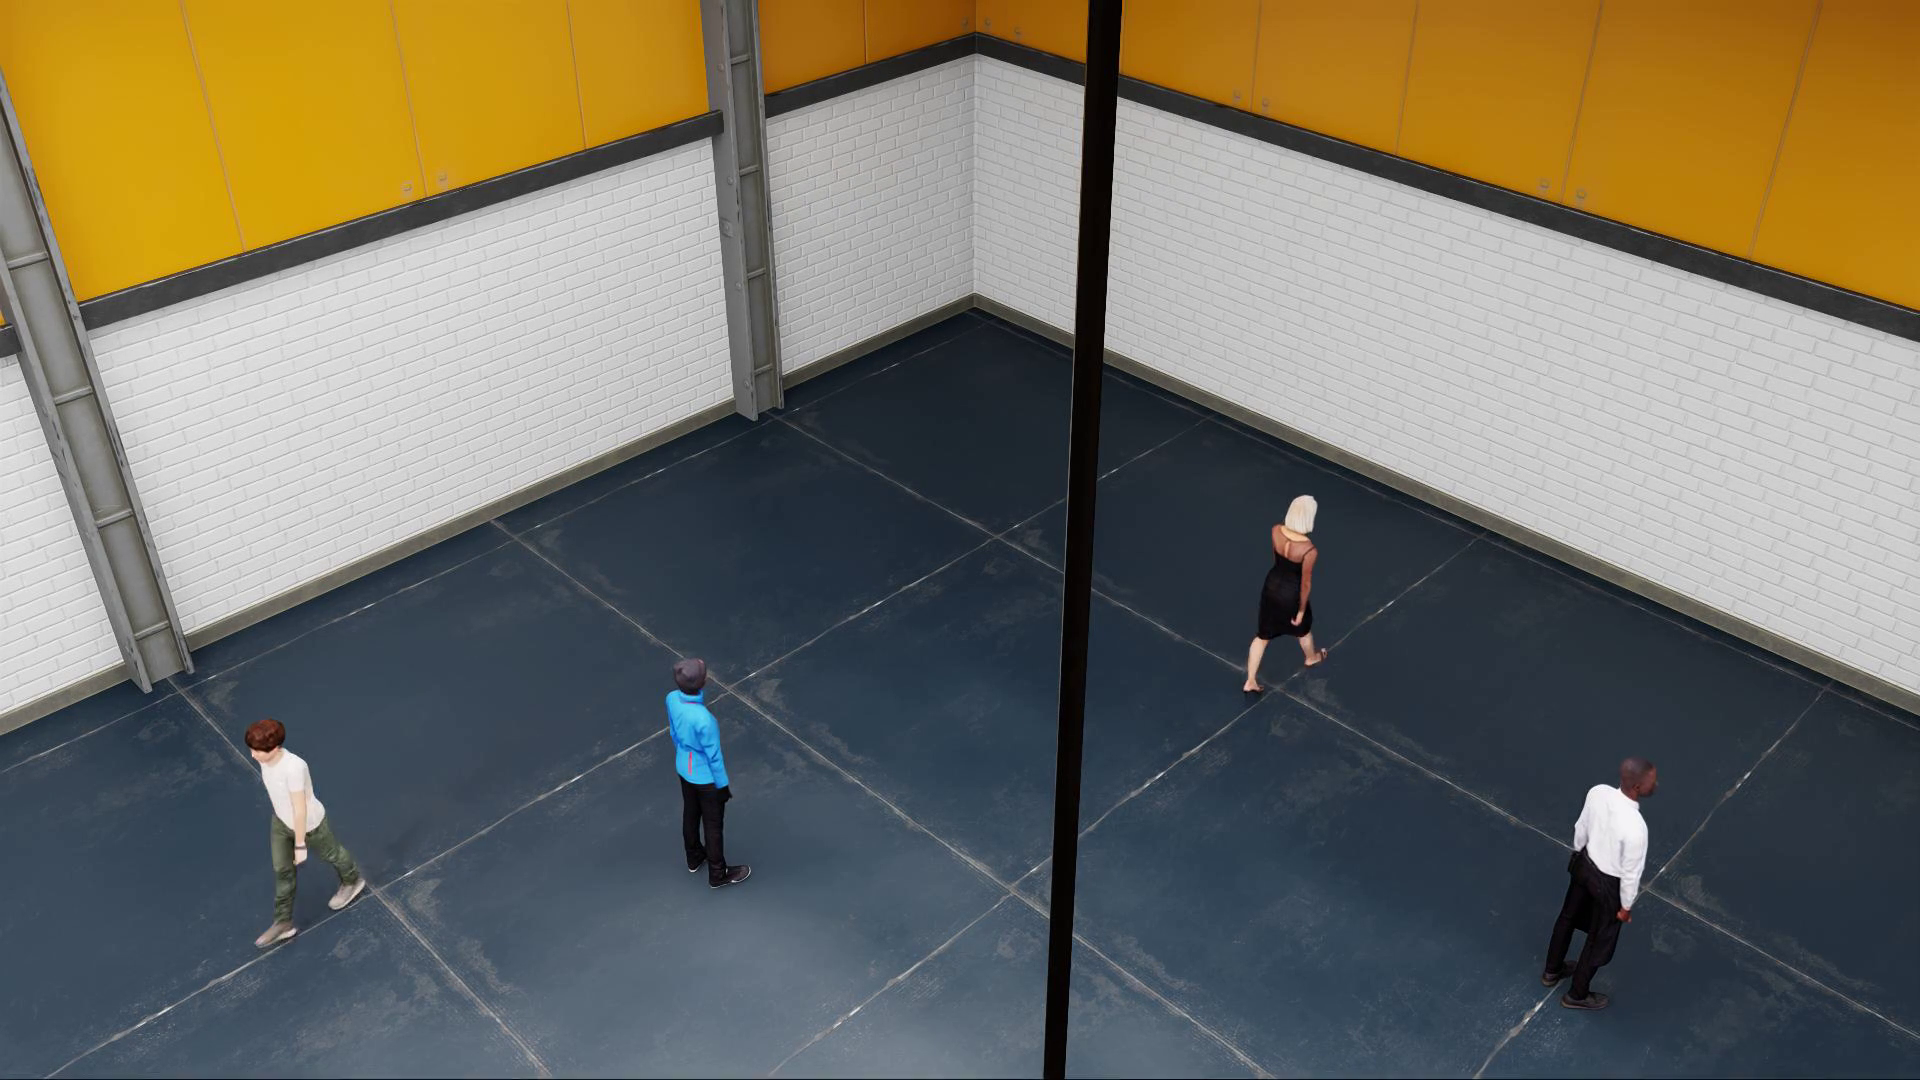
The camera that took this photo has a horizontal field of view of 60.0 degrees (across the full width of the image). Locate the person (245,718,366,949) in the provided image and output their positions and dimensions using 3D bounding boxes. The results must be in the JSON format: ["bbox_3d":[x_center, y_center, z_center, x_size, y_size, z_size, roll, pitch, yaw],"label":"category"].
[{"bbox_3d":[-4.087,1.739,10.480,0.783,1.618,1.099,16,37,23],"label":"person"}]

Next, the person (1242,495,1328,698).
[{"bbox_3d":[2.347,0.463,12.327,1.055,1.699,0.633,-26,42,-33],"label":"person"}]

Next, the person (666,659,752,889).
[{"bbox_3d":[-1.680,1.493,10.692,0.525,1.794,0.594,-29,43,-36],"label":"person"}]

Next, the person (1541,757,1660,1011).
[{"bbox_3d":[3.798,2.020,9.862,0.689,1.833,0.719,-11,35,-16],"label":"person"}]
